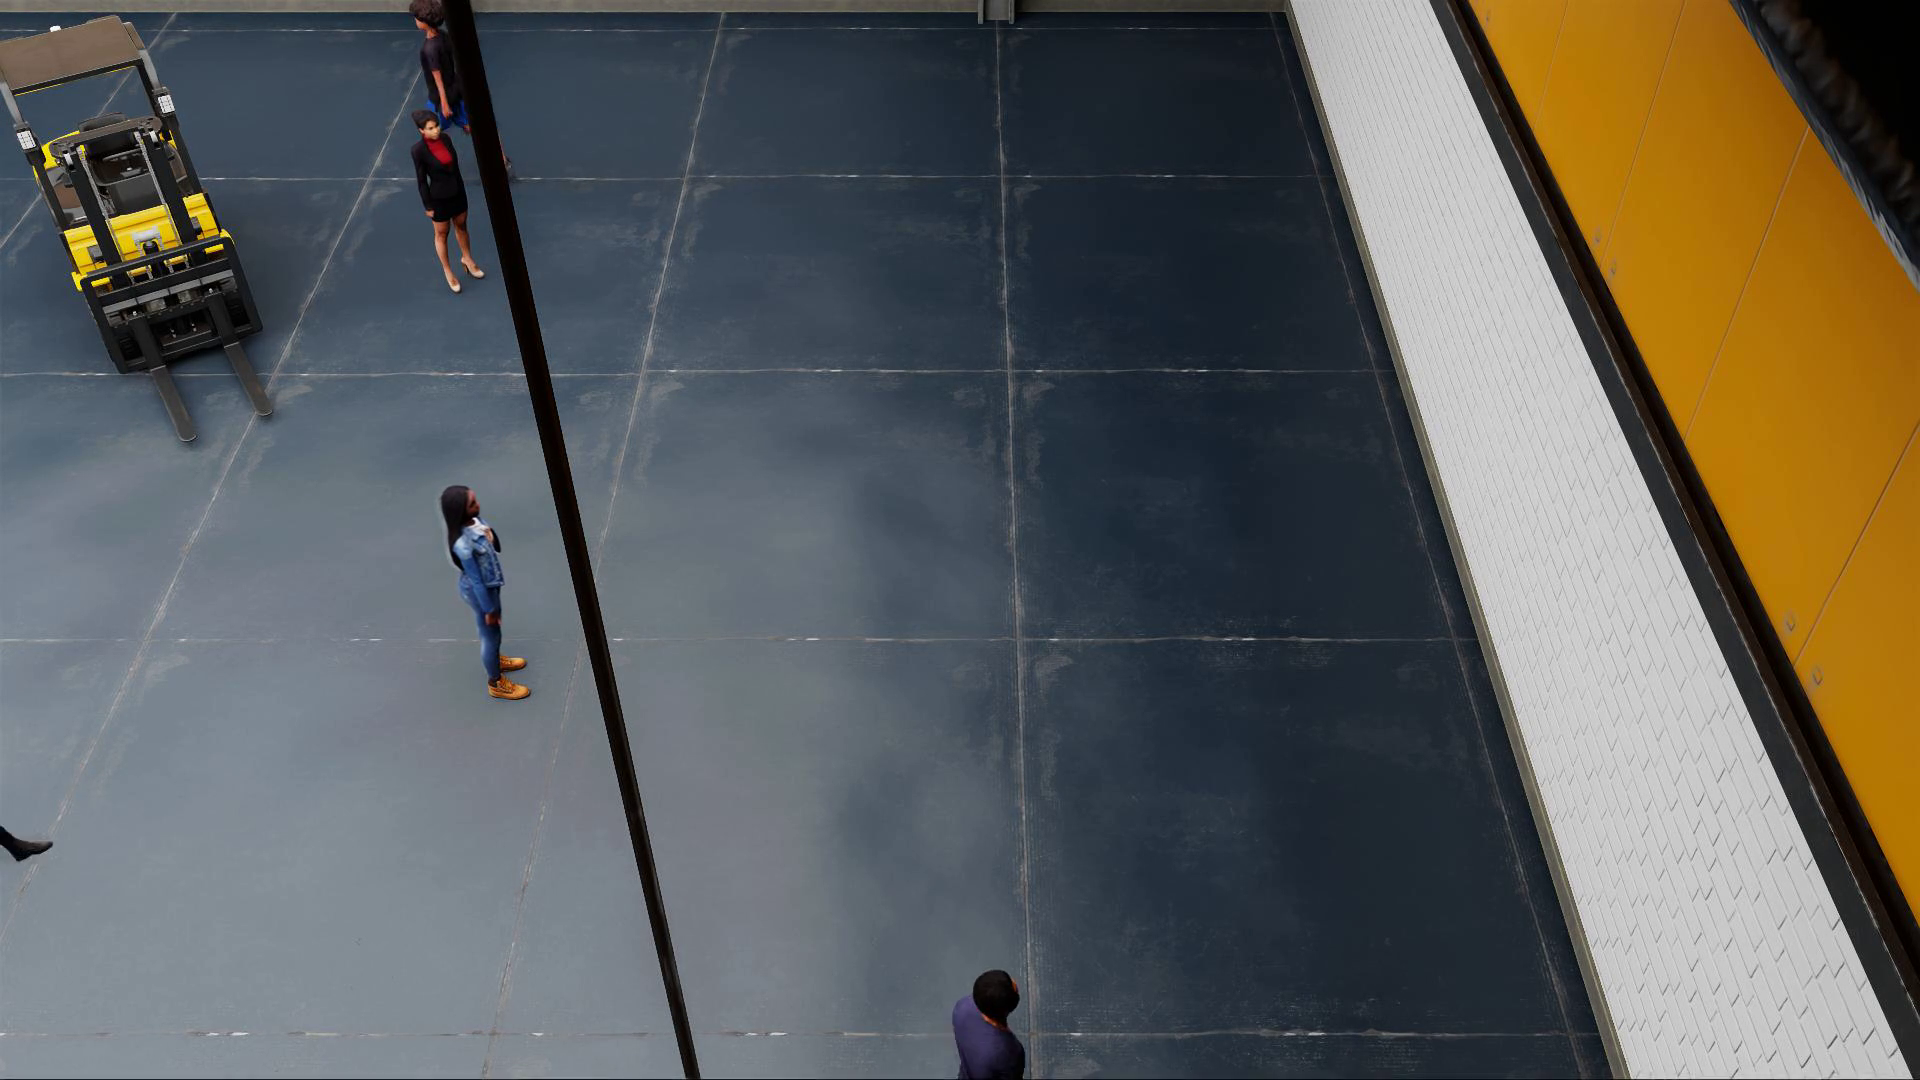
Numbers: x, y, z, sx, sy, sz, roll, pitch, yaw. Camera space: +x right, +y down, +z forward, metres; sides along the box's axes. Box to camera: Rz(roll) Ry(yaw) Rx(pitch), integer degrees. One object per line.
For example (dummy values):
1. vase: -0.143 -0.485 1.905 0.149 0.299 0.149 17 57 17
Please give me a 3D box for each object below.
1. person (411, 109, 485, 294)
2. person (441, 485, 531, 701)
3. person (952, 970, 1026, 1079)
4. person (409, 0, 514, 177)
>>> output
1. person: -4.316 -2.855 13.960 0.762 1.640 0.703 27 50 26
2. person: -3.043 0.311 10.585 0.607 1.712 0.660 -10 44 -10
3. person: 0.081 2.691 8.033 0.866 1.785 0.818 -27 50 -25
4. person: -4.584 -4.054 15.133 1.191 1.757 0.694 4 44 4
